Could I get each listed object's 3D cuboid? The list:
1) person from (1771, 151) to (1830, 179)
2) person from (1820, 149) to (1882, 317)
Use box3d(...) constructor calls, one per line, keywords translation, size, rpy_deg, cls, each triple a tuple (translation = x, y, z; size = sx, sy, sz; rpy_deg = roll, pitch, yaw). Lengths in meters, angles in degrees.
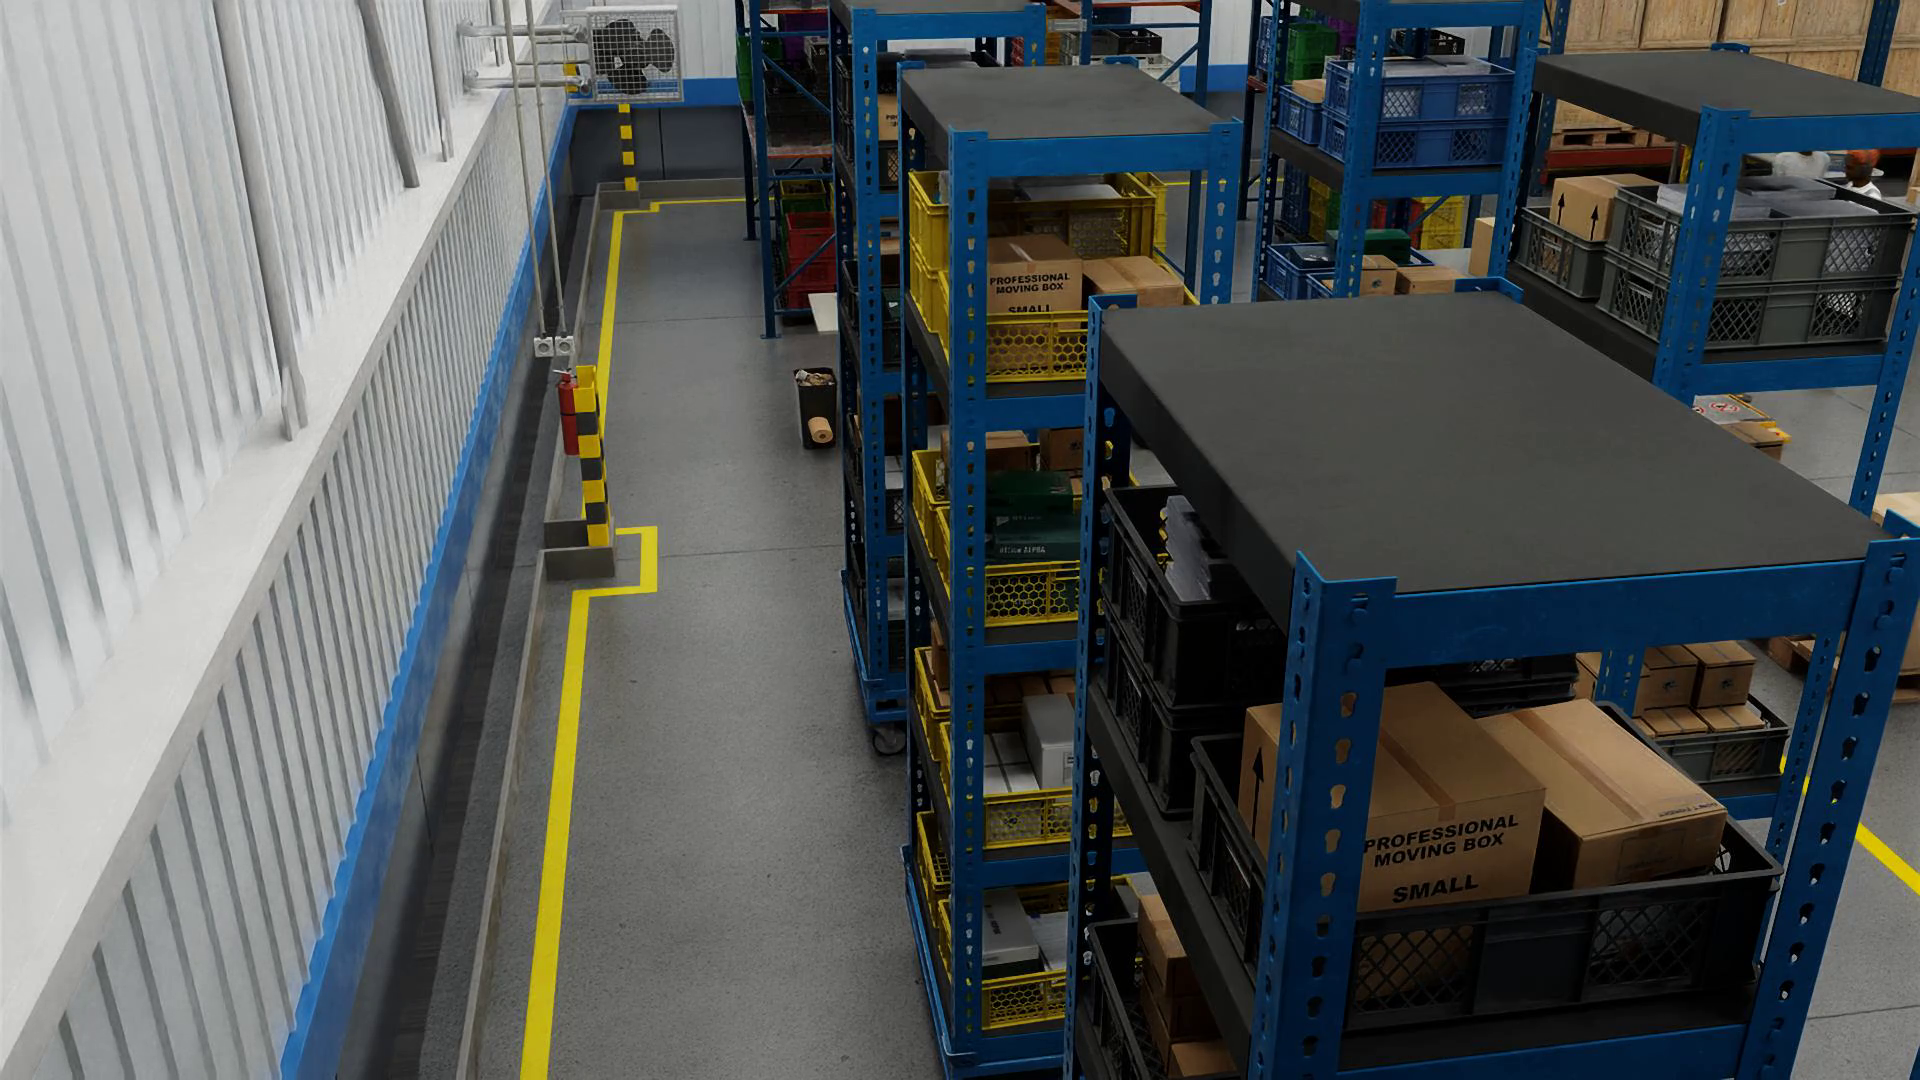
box3d(translation=(7.086, -2.681, 14.207), size=(0.530, 1.858, 0.313), rpy_deg=(-3, 25, -6), cls="person")
box3d(translation=(6.908, -2.156, 13.038), size=(0.346, 1.882, 0.577), rpy_deg=(3, 25, 6), cls="person")
